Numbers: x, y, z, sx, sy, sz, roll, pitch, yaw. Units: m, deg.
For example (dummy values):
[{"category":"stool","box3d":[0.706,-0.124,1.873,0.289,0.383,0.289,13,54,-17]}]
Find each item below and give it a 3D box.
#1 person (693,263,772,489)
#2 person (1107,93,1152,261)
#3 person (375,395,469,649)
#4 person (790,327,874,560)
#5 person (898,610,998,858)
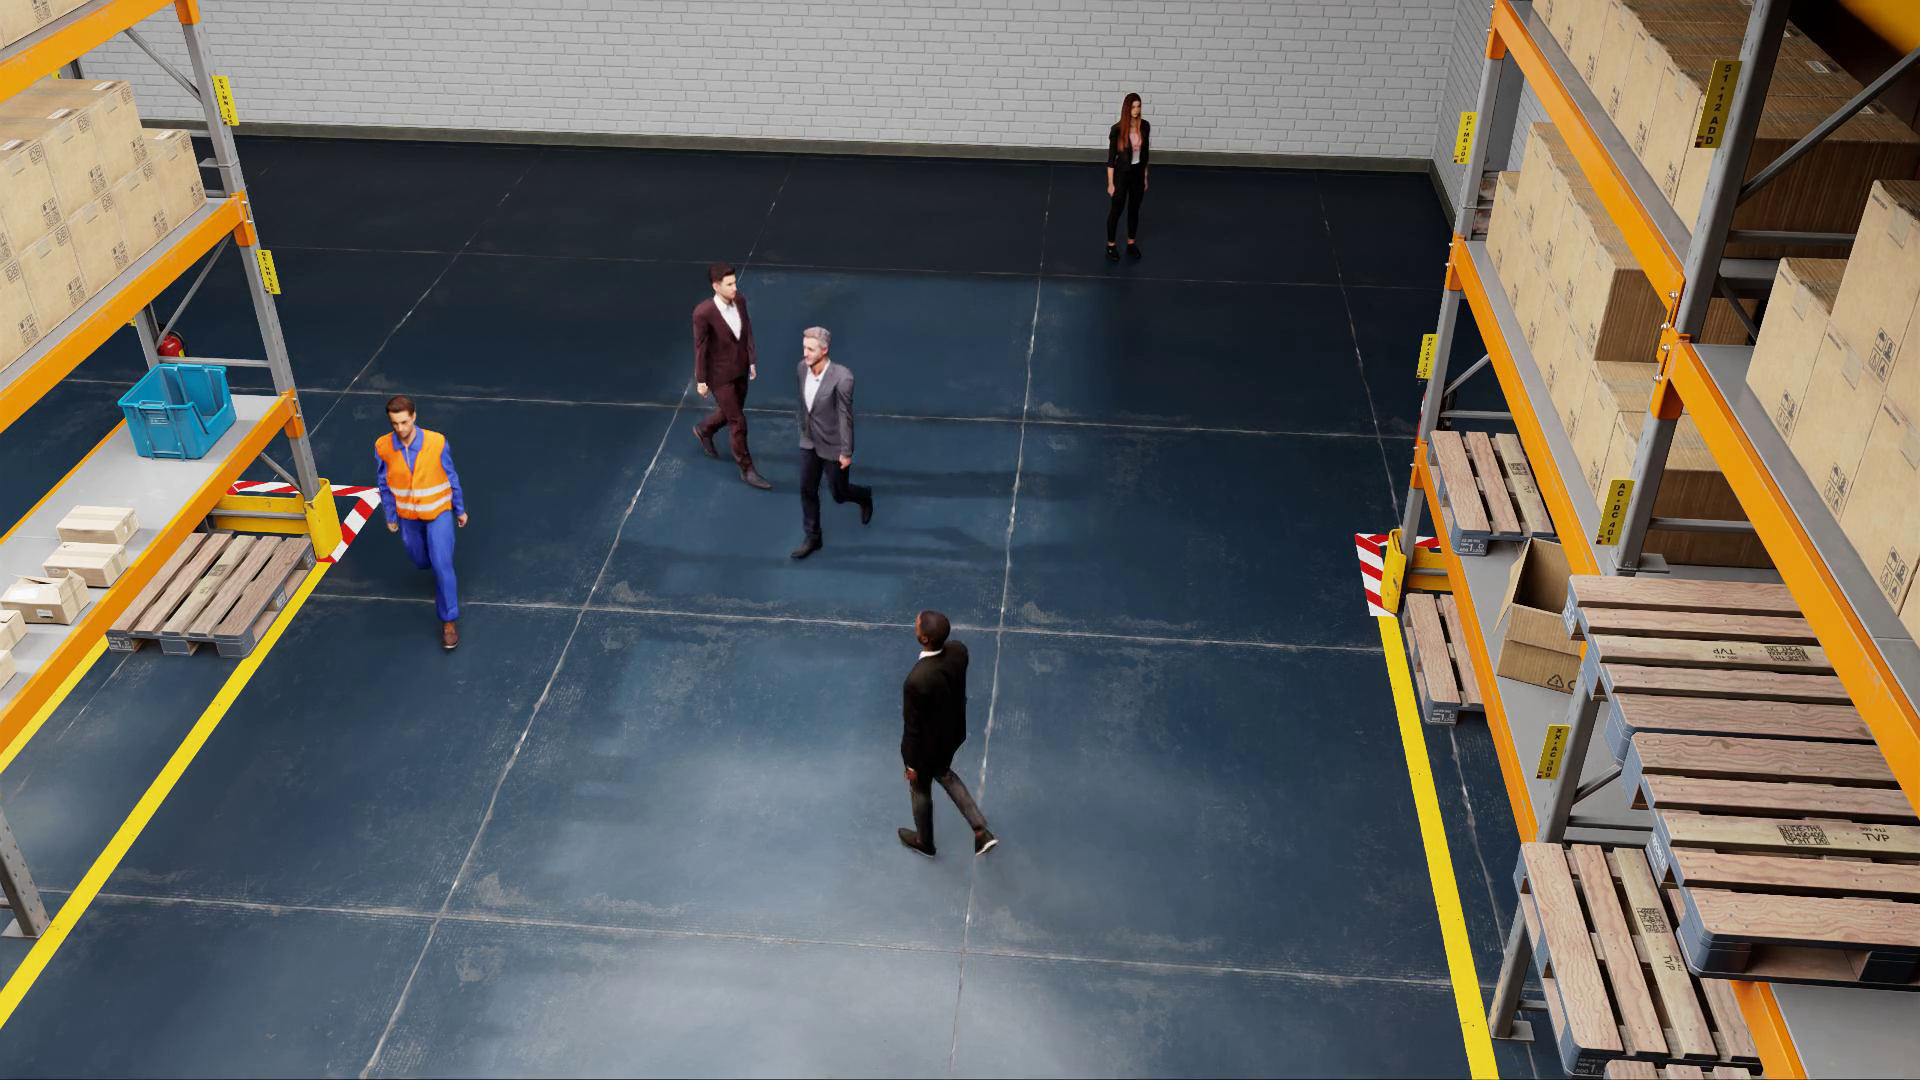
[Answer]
[{"category":"person","box3d":[-1.882,-1.331,13.041,1.160,1.843,1.200,23,40,31]},{"category":"person","box3d":[1.681,-3.649,16.650,0.665,1.710,0.670,-12,35,-17]},{"category":"person","box3d":[-3.653,-0.210,11.363,0.887,1.835,1.205,-5,34,-8]},{"category":"person","box3d":[-0.937,-0.736,12.171,1.017,1.817,1.154,22,39,29]},{"category":"person","box3d":[-0.074,1.153,9.354,1.018,1.789,0.999,25,41,32]}]
